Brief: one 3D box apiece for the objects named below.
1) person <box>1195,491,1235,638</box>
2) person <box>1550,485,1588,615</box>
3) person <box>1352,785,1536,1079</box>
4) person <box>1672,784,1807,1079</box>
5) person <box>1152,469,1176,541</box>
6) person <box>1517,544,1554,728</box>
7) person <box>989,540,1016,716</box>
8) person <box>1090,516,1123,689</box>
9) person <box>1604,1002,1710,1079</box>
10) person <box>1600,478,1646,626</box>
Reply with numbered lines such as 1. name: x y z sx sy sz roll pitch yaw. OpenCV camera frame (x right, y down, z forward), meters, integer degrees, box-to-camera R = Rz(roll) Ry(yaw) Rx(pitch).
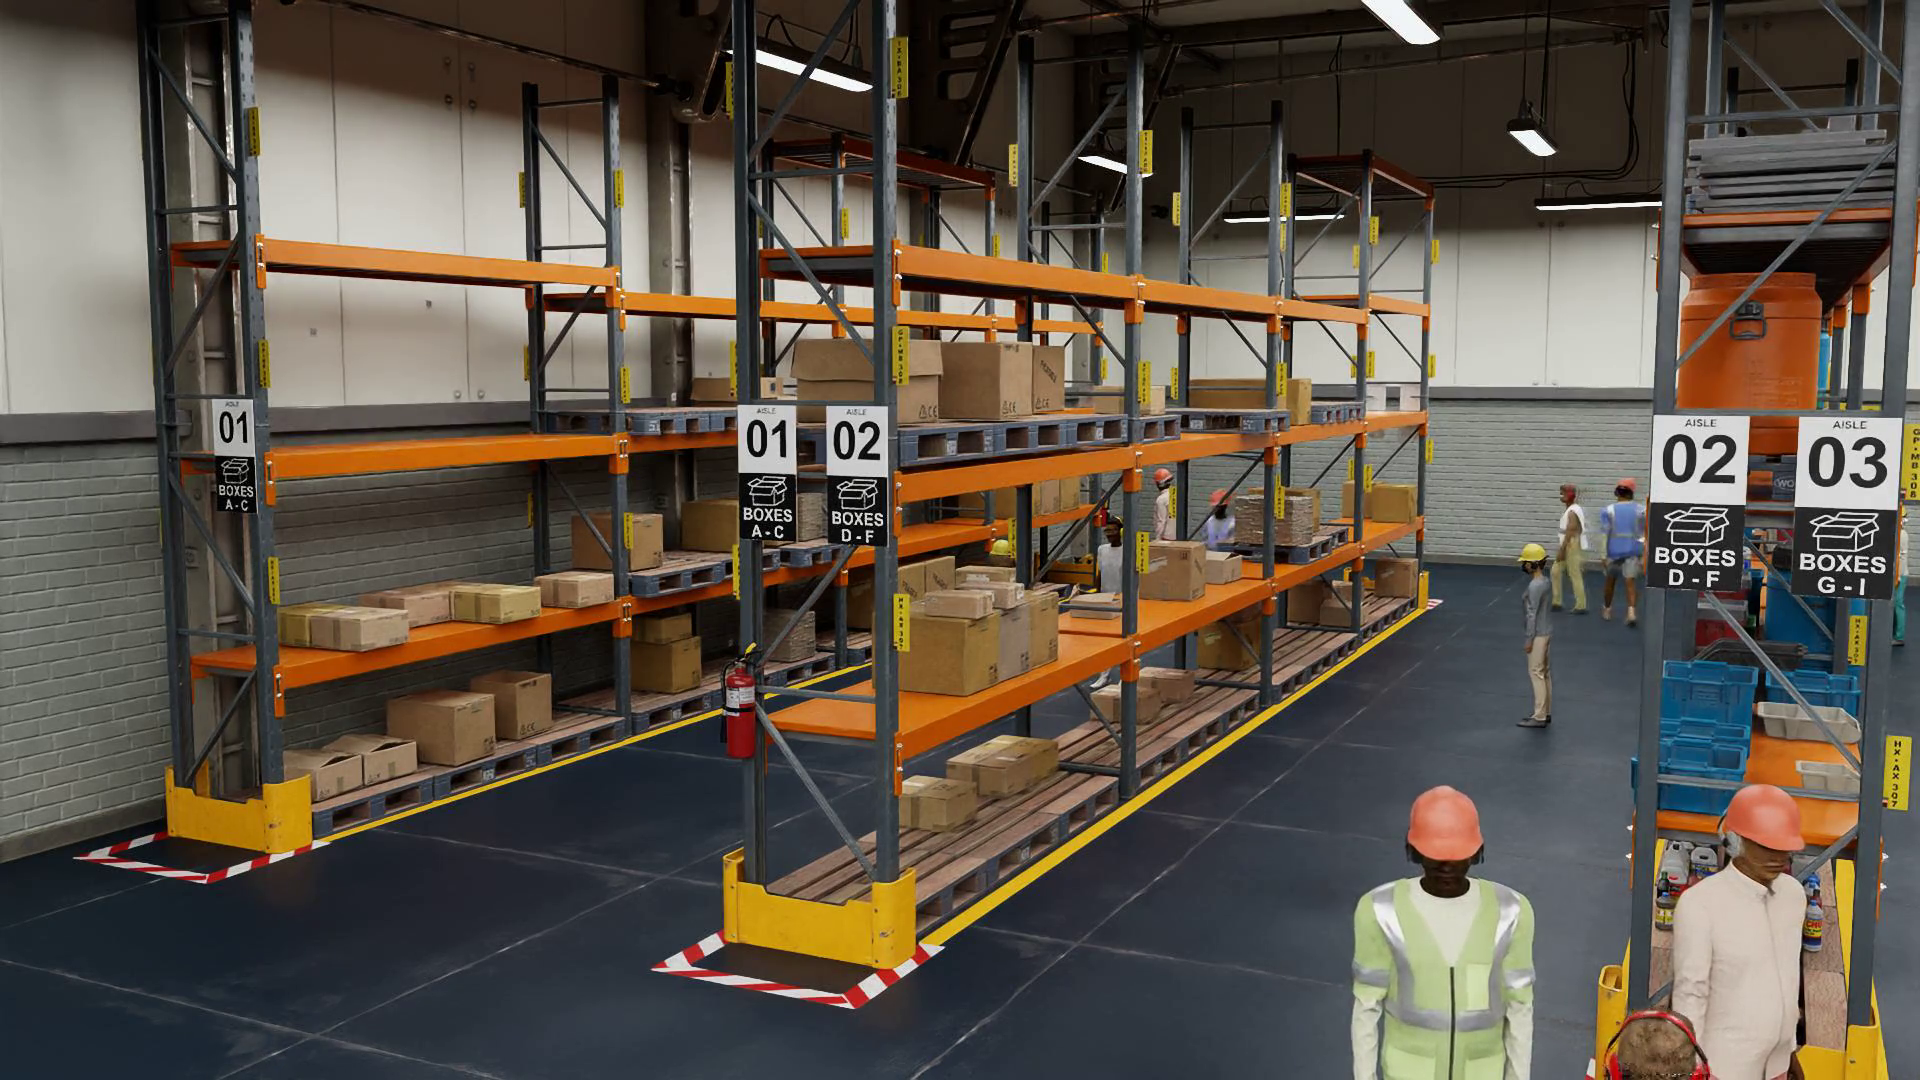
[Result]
1. person: 3.257 0.331 20.989 0.571 1.884 0.972 3 7 28
2. person: 8.427 0.140 23.207 0.742 1.820 0.589 1 6 11
3. person: 1.655 1.835 5.715 0.604 2.032 0.408 1 6 7
4. person: 2.773 1.833 5.889 0.623 1.990 0.392 -3 7 -27
5. person: 2.968 -0.041 24.151 0.392 1.986 0.610 3 7 29
6. person: 5.510 0.915 15.973 0.349 1.759 0.522 3 7 29
7. person: 0.417 0.865 16.507 0.295 1.744 0.491 4 7 36
8. person: 1.646 0.676 17.736 0.520 1.871 0.326 4 7 34
9. person: 1.738 2.085 4.192 0.600 1.832 0.434 3 7 28
10. person: 8.897 0.156 22.317 0.596 1.990 1.020 1 6 14
